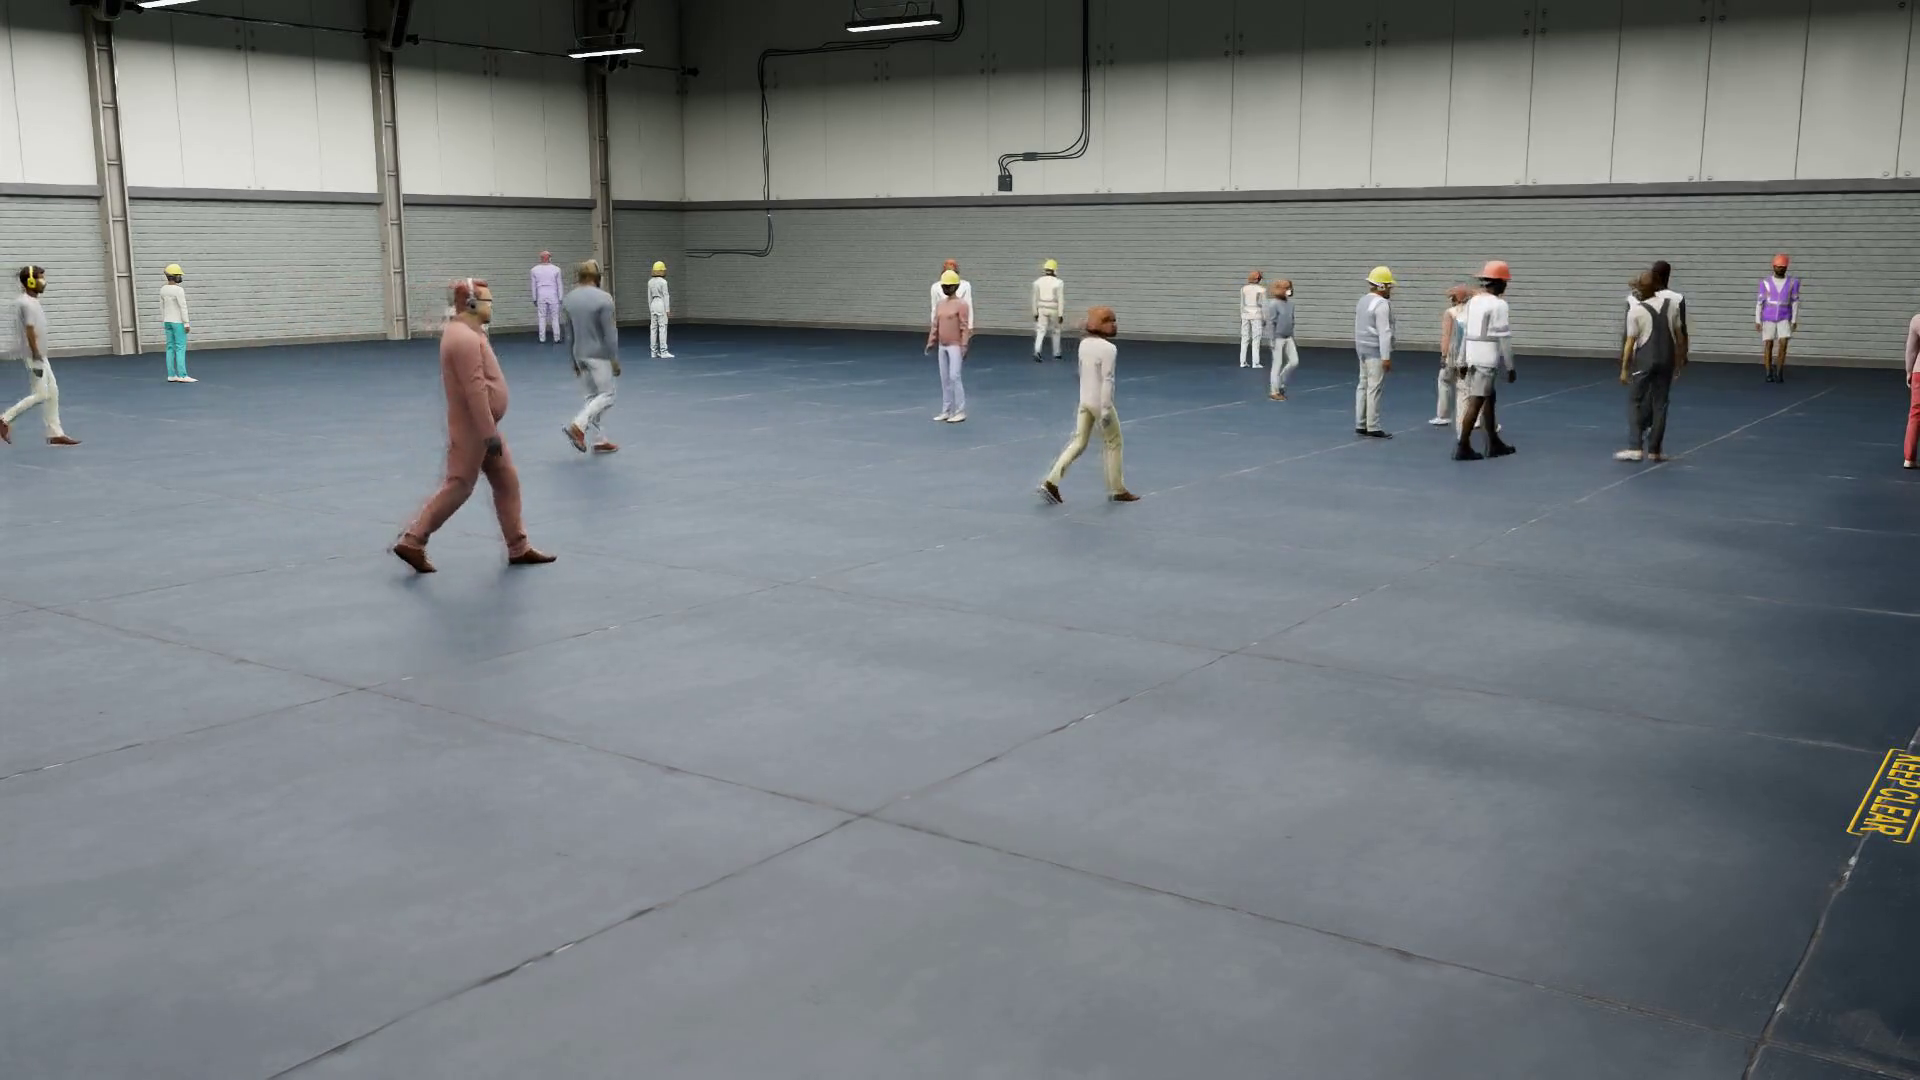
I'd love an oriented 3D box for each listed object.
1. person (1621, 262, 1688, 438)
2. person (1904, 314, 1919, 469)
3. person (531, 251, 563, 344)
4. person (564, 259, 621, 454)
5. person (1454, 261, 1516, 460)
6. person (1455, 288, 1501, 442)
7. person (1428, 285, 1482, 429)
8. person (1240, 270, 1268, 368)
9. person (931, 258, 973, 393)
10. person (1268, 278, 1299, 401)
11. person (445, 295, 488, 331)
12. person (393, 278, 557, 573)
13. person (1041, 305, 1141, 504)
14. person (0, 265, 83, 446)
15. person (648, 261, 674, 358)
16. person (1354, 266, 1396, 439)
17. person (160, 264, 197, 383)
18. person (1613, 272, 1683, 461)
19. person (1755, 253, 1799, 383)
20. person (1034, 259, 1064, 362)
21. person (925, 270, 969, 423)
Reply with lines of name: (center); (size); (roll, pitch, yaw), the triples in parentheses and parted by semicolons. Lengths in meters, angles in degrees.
person: (7.558, -2.061, 18.014); (0.621, 1.867, 1.007); (10, 14, 44)
person: (8.925, -1.507, 15.203); (0.328, 1.767, 0.530); (-6, 12, -32)
person: (-8.549, -5.028, 34.515); (0.641, 1.913, 0.407); (-1, 10, -4)
person: (-3.616, -1.773, 16.236); (0.641, 1.924, 0.666); (8, 13, 37)
person: (5.136, -1.714, 15.973); (0.869, 1.898, 0.569); (-3, 11, -16)
person: (5.480, -1.846, 17.566); (0.518, 1.603, 0.824); (7, 12, 34)
person: (5.611, -2.066, 18.768); (0.620, 1.600, 0.748); (-5, 11, -26)
person: (4.885, -3.672, 27.714); (0.509, 1.629, 0.316); (8, 13, 39)
person: (-0.124, -3.023, 23.412); (0.578, 1.866, 0.802); (-2, 10, -11)
person: (4.266, -2.636, 21.933); (0.520, 1.617, 0.353); (-8, 13, -38)
person: (-5.601, -2.099, 18.885); (0.497, 1.635, 0.286); (0, 10, 1)
person: (-3.127, -0.723, 10.536); (0.950, 1.867, 0.640); (-2, 10, -11)
person: (1.038, -1.070, 13.234); (0.830, 1.600, 0.506); (-5, 11, -28)
person: (-9.441, -1.858, 16.917); (0.711, 1.851, 0.534); (-4, 11, -20)
person: (-5.463, -4.195, 30.318); (0.489, 1.744, 0.295); (7, 12, 35)
person: (4.431, -1.990, 17.721); (0.404, 1.829, 0.600); (-2, 10, -12)
person: (-11.719, -3.237, 24.892); (0.534, 1.766, 0.313); (6, 12, 30)
person: (6.560, -1.625, 15.792); (0.632, 1.807, 0.364); (0, 10, 1)
person: (12.124, -3.277, 24.691); (0.570, 1.913, 0.780); (4, 11, 24)
person: (1.552, -4.032, 29.263); (0.598, 1.796, 0.889); (5, 11, 26)
person: (-0.131, -2.256, 19.425); (0.355, 1.765, 0.539); (-9, 13, -40)
